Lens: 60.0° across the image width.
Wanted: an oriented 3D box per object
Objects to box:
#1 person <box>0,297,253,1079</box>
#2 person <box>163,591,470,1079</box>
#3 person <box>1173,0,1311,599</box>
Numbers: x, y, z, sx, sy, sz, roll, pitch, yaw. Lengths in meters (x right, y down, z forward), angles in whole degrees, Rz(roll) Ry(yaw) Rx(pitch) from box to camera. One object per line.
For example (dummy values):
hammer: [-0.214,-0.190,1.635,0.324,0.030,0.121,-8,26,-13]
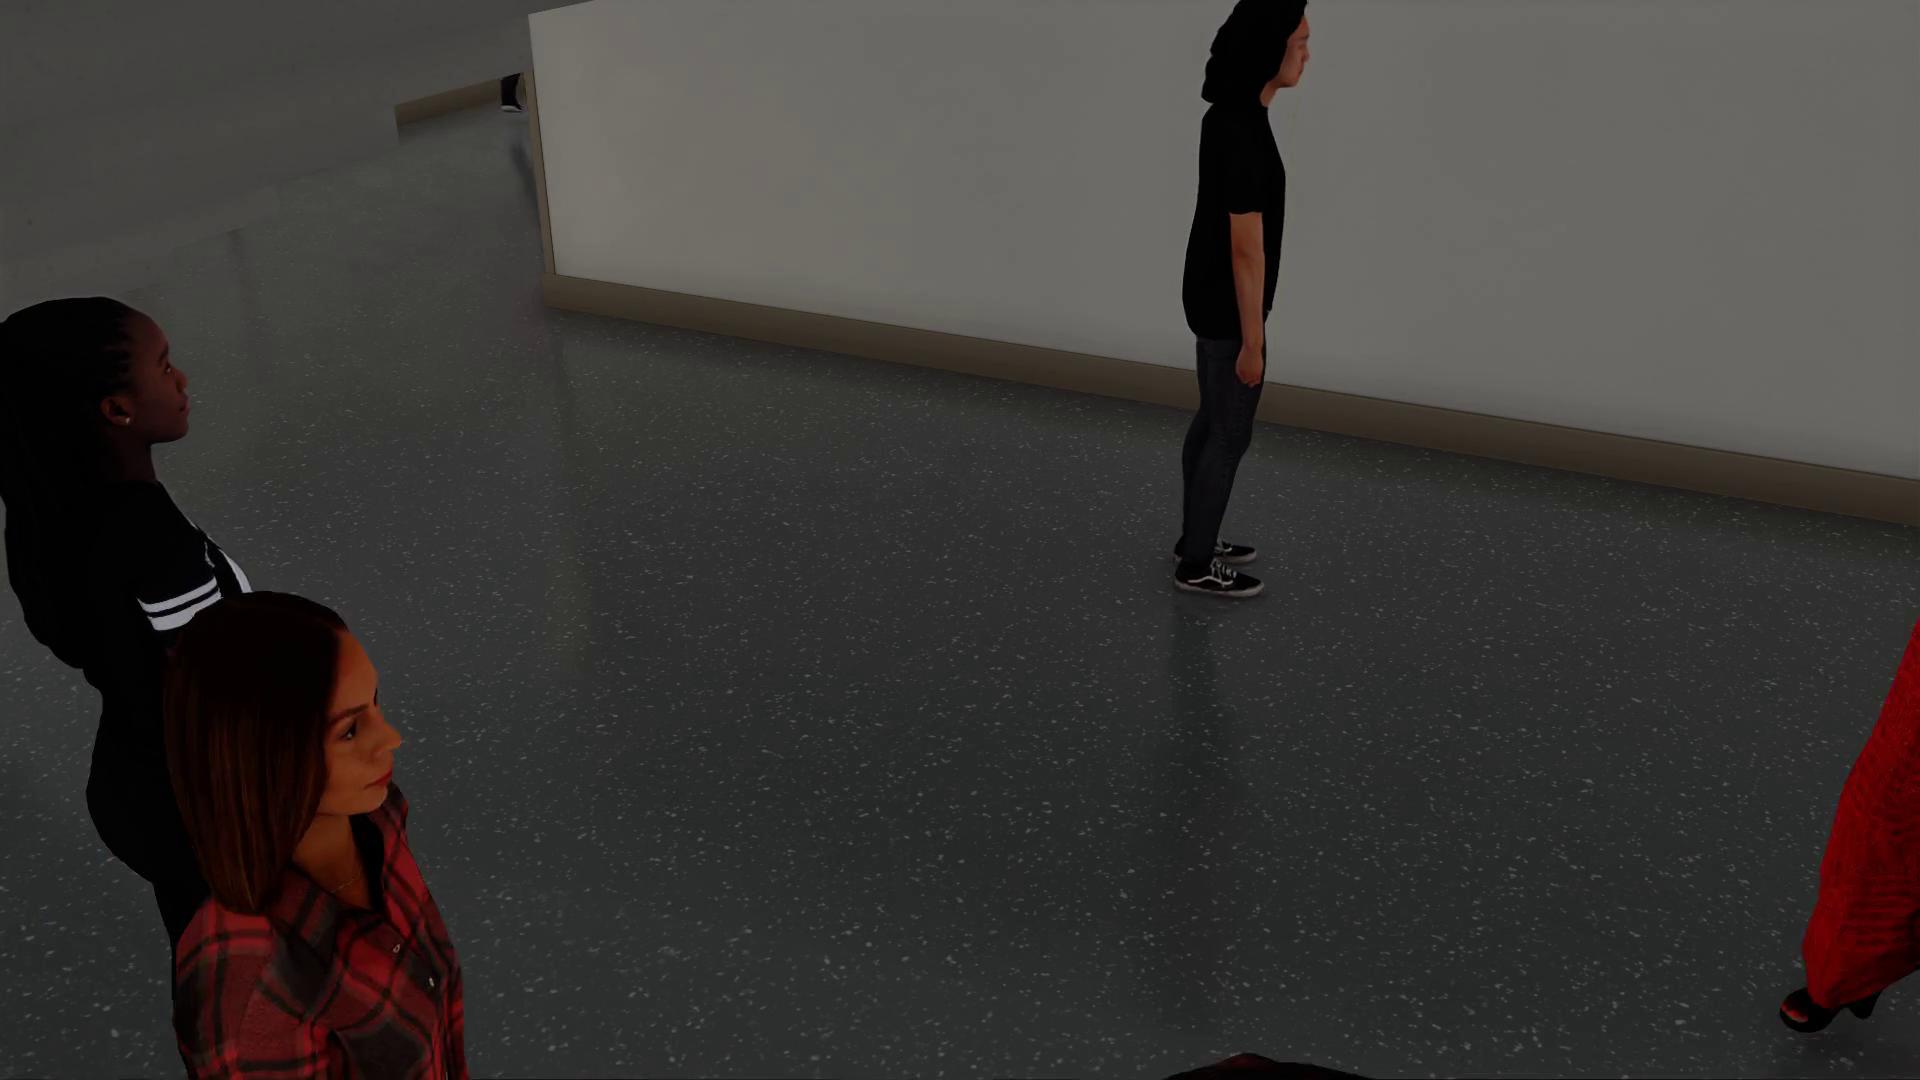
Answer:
person: [-1.214,0.439,2.682,0.619,1.729,0.739,22,33,38]
person: [-0.778,0.832,1.934,1.021,1.672,0.849,1,26,1]
person: [0.787,-0.704,4.928,0.695,1.824,0.708,-1,26,-2]
